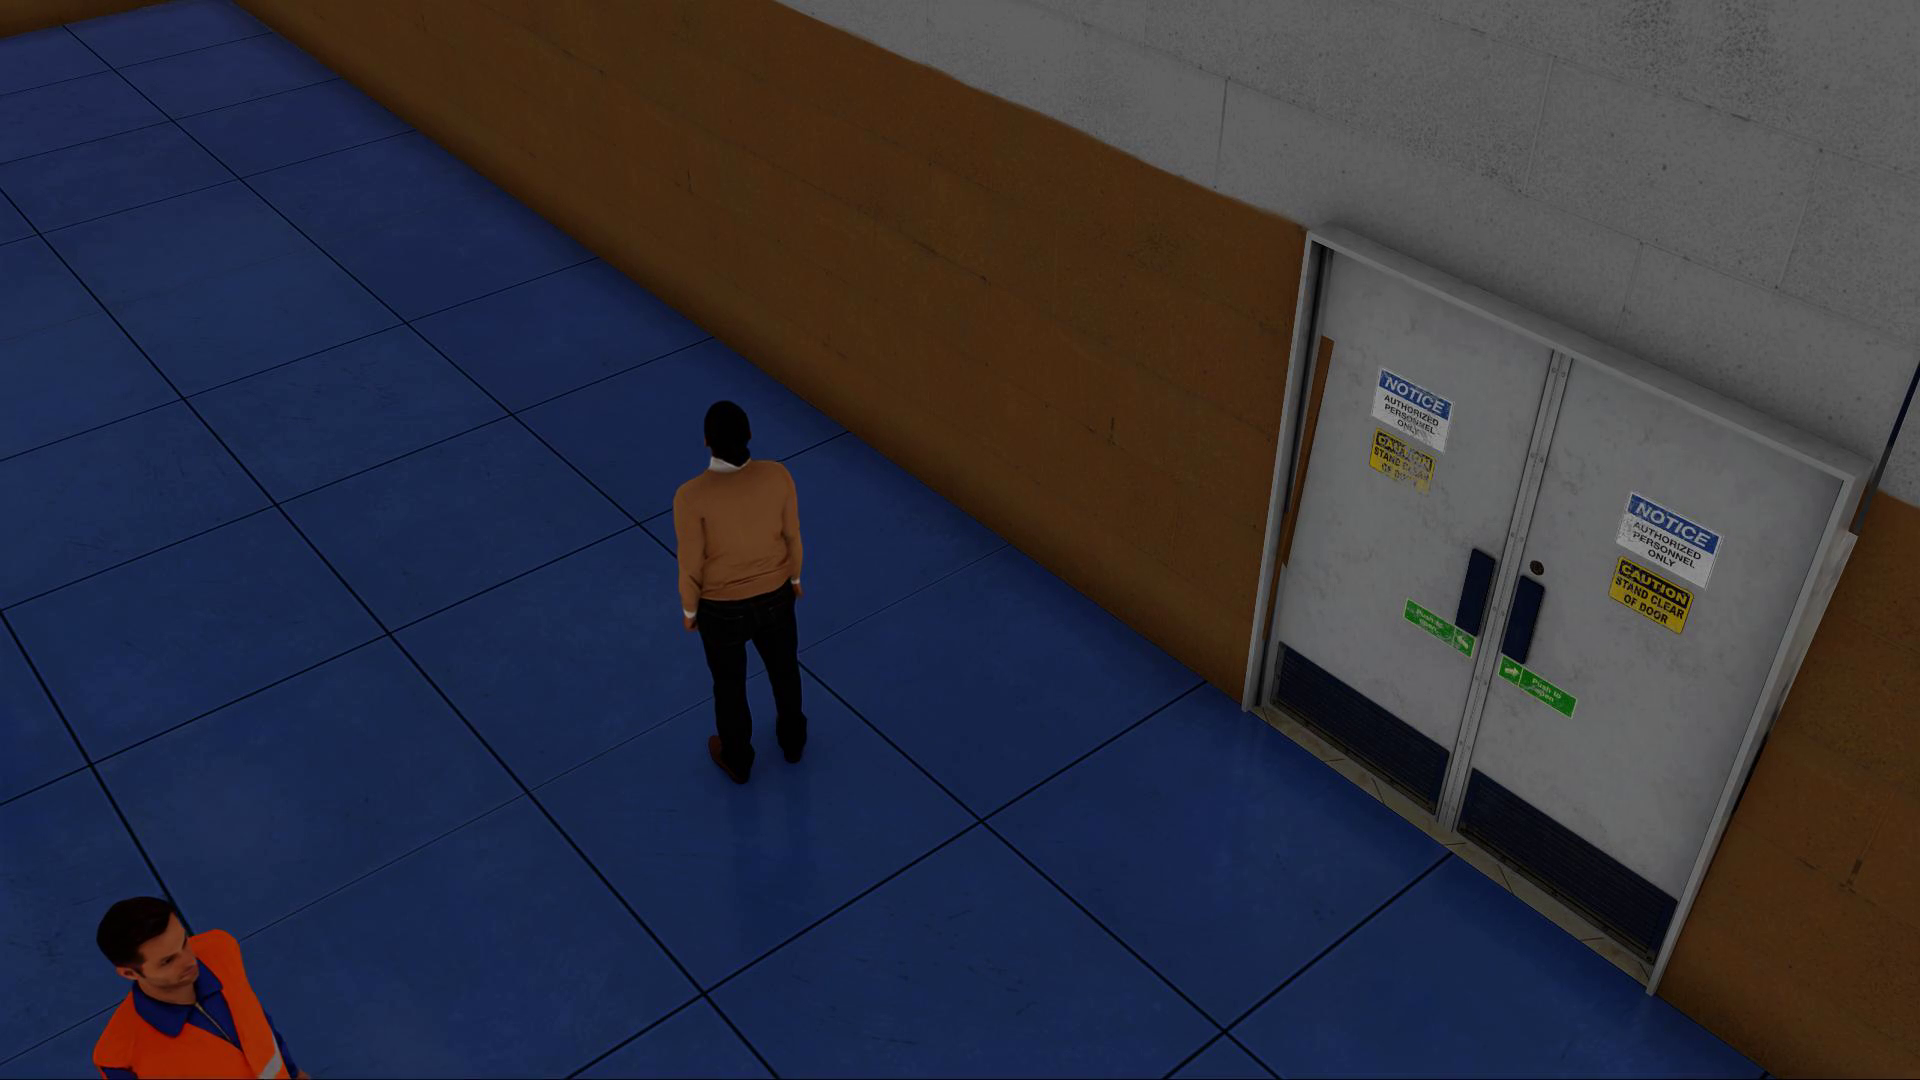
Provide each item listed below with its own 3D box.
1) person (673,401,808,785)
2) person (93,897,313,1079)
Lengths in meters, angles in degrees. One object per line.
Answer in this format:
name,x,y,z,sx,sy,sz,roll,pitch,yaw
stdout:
person,-0.850,0.218,6.522,0.587,1.754,0.771,-18,40,-22
person,-1.995,1.625,4.555,0.840,1.864,0.761,6,37,8
